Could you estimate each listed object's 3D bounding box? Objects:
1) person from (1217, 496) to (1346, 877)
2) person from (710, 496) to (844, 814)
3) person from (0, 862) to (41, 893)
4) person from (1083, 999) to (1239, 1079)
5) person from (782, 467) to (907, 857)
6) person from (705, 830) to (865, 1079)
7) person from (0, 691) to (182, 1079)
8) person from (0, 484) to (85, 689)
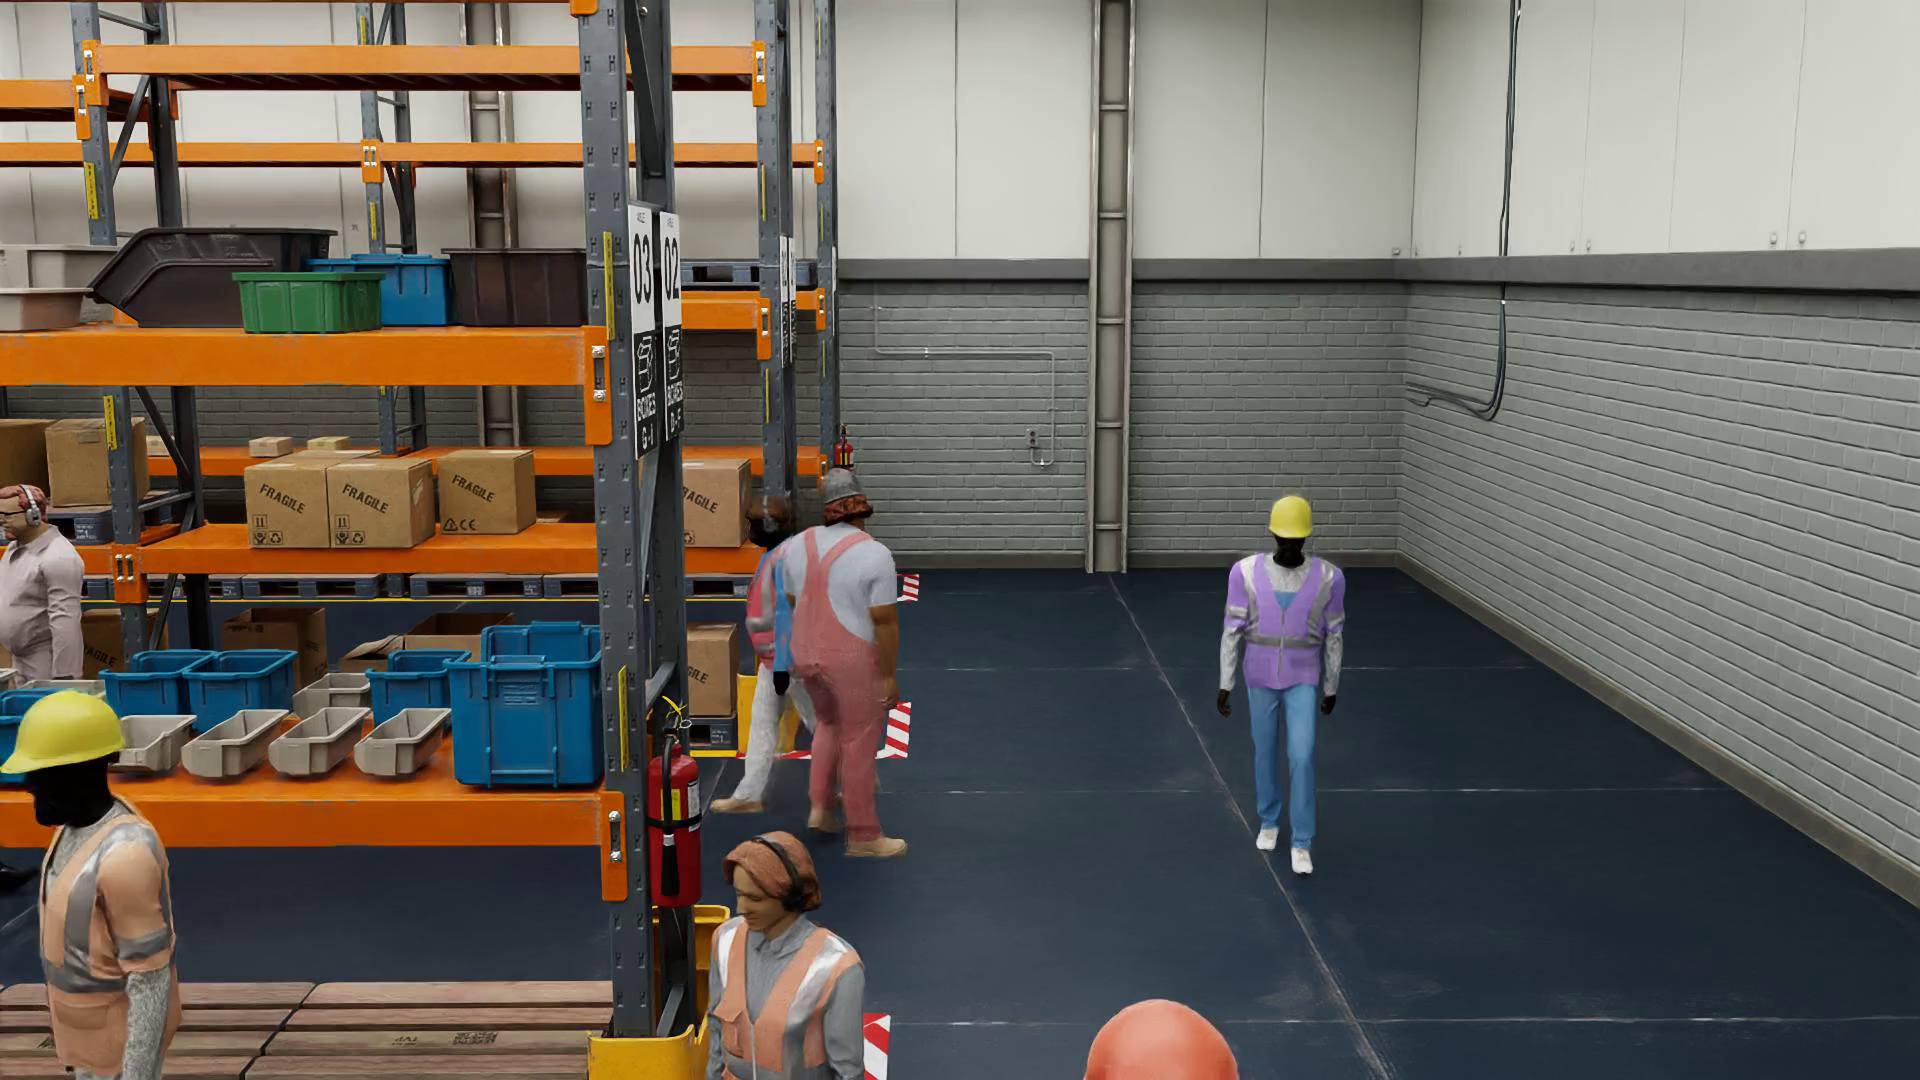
[{"bbox_3d":[1.622,0.726,8.433,0.614,1.894,0.834,3,10,15],"label":"person"},{"bbox_3d":[-0.914,0.644,9.301,0.931,1.789,0.690,-3,10,-17],"label":"person"},{"bbox_3d":[-5.042,0.848,7.816,1.061,1.869,0.604,0,9,0],"label":"person"},{"bbox_3d":[0.317,1.648,2.631,0.644,1.938,1.014,-2,10,-15],"label":"person"},{"bbox_3d":[-0.583,0.607,8.702,0.767,2.000,0.534,7,12,37],"label":"person"},{"bbox_3d":[-0.443,1.532,4.286,0.528,1.630,0.320,7,12,36],"label":"person"},{"bbox_3d":[-2.327,1.352,4.518,0.382,1.923,0.633,-8,12,-40],"label":"person"},{"bbox_3d":[-4.941,0.641,8.940,0.647,1.900,0.399,7,12,38],"label":"person"}]
